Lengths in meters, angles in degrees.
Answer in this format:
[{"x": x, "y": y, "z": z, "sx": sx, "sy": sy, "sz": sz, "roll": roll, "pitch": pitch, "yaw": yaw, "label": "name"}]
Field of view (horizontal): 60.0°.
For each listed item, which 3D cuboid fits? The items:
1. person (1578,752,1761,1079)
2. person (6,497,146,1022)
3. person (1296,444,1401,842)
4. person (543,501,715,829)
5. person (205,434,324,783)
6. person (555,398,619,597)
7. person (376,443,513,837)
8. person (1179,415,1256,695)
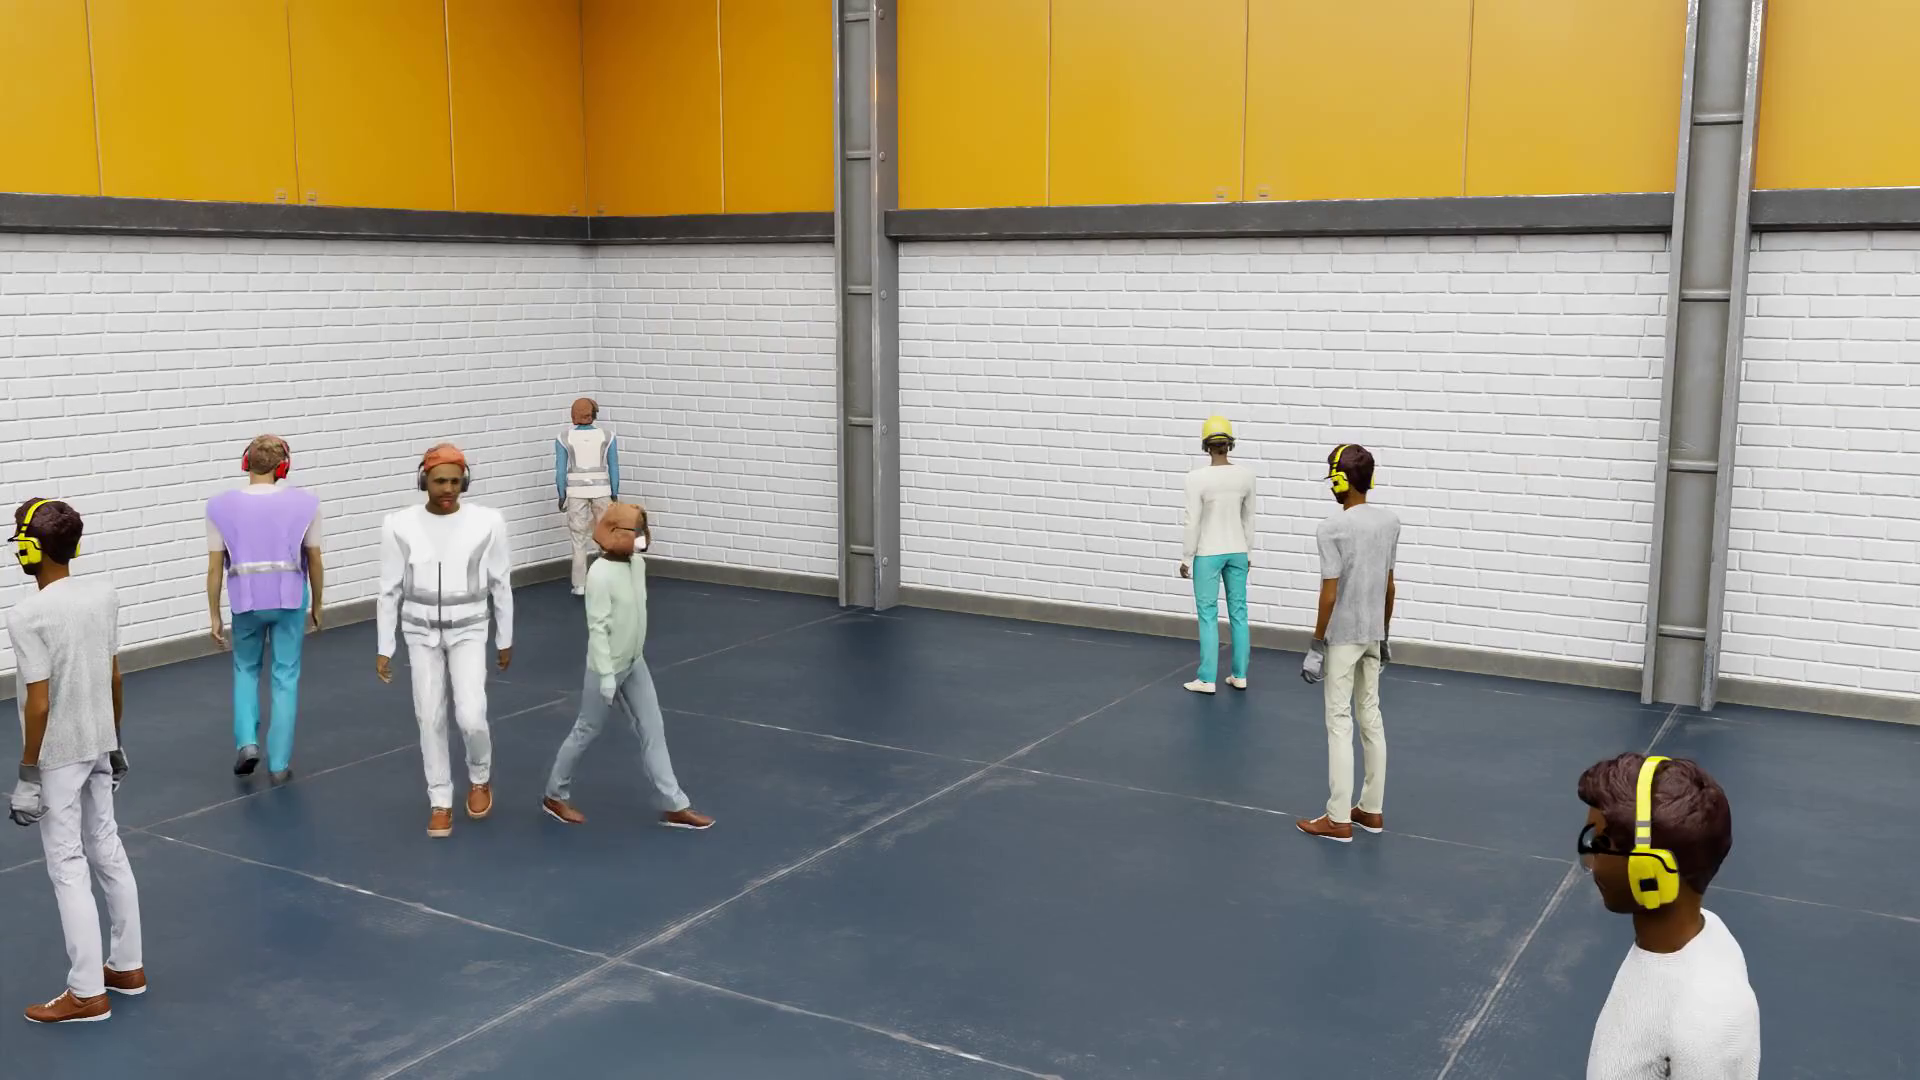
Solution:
[{"x": 1.166, "y": 1.270, "z": 2.850, "sx": 0.329, "sy": 1.865, "sz": 0.518, "roll": 3, "pitch": 10, "yaw": 17, "label": "person"}, {"x": -3.168, "y": 0.783, "z": 5.901, "sx": 0.313, "sy": 1.860, "sz": 0.538, "roll": 1, "pitch": 9, "yaw": 9, "label": "person"}, {"x": 1.817, "y": 0.479, "z": 7.787, "sx": 0.512, "sy": 1.865, "sz": 0.329, "roll": -6, "pitch": 11, "yaw": -33, "label": "person"}, {"x": -1.640, "y": 0.600, "z": 7.910, "sx": 0.880, "sy": 1.586, "sz": 0.524, "roll": 3, "pitch": 10, "yaw": 18, "label": "person"}, {"x": -3.599, "y": 0.363, "z": 8.665, "sx": 0.575, "sy": 1.818, "sz": 0.456, "roll": -3, "pitch": 10, "yaw": -21, "label": "person"}, {"x": -3.048, "y": -0.346, "z": 13.638, "sx": 0.515, "sy": 1.636, "sz": 0.315, "roll": -3, "pitch": 9, "yaw": -16, "label": "person"}, {"x": -2.417, "y": 0.473, "z": 7.808, "sx": 0.599, "sy": 1.867, "sz": 0.412, "roll": -1, "pitch": 9, "yaw": -7, "label": "person"}, {"x": 1.618, "y": 0.095, "z": 10.491, "sx": 0.526, "sy": 1.765, "sz": 0.329, "roll": -4, "pitch": 10, "yaw": -23, "label": "person"}]
